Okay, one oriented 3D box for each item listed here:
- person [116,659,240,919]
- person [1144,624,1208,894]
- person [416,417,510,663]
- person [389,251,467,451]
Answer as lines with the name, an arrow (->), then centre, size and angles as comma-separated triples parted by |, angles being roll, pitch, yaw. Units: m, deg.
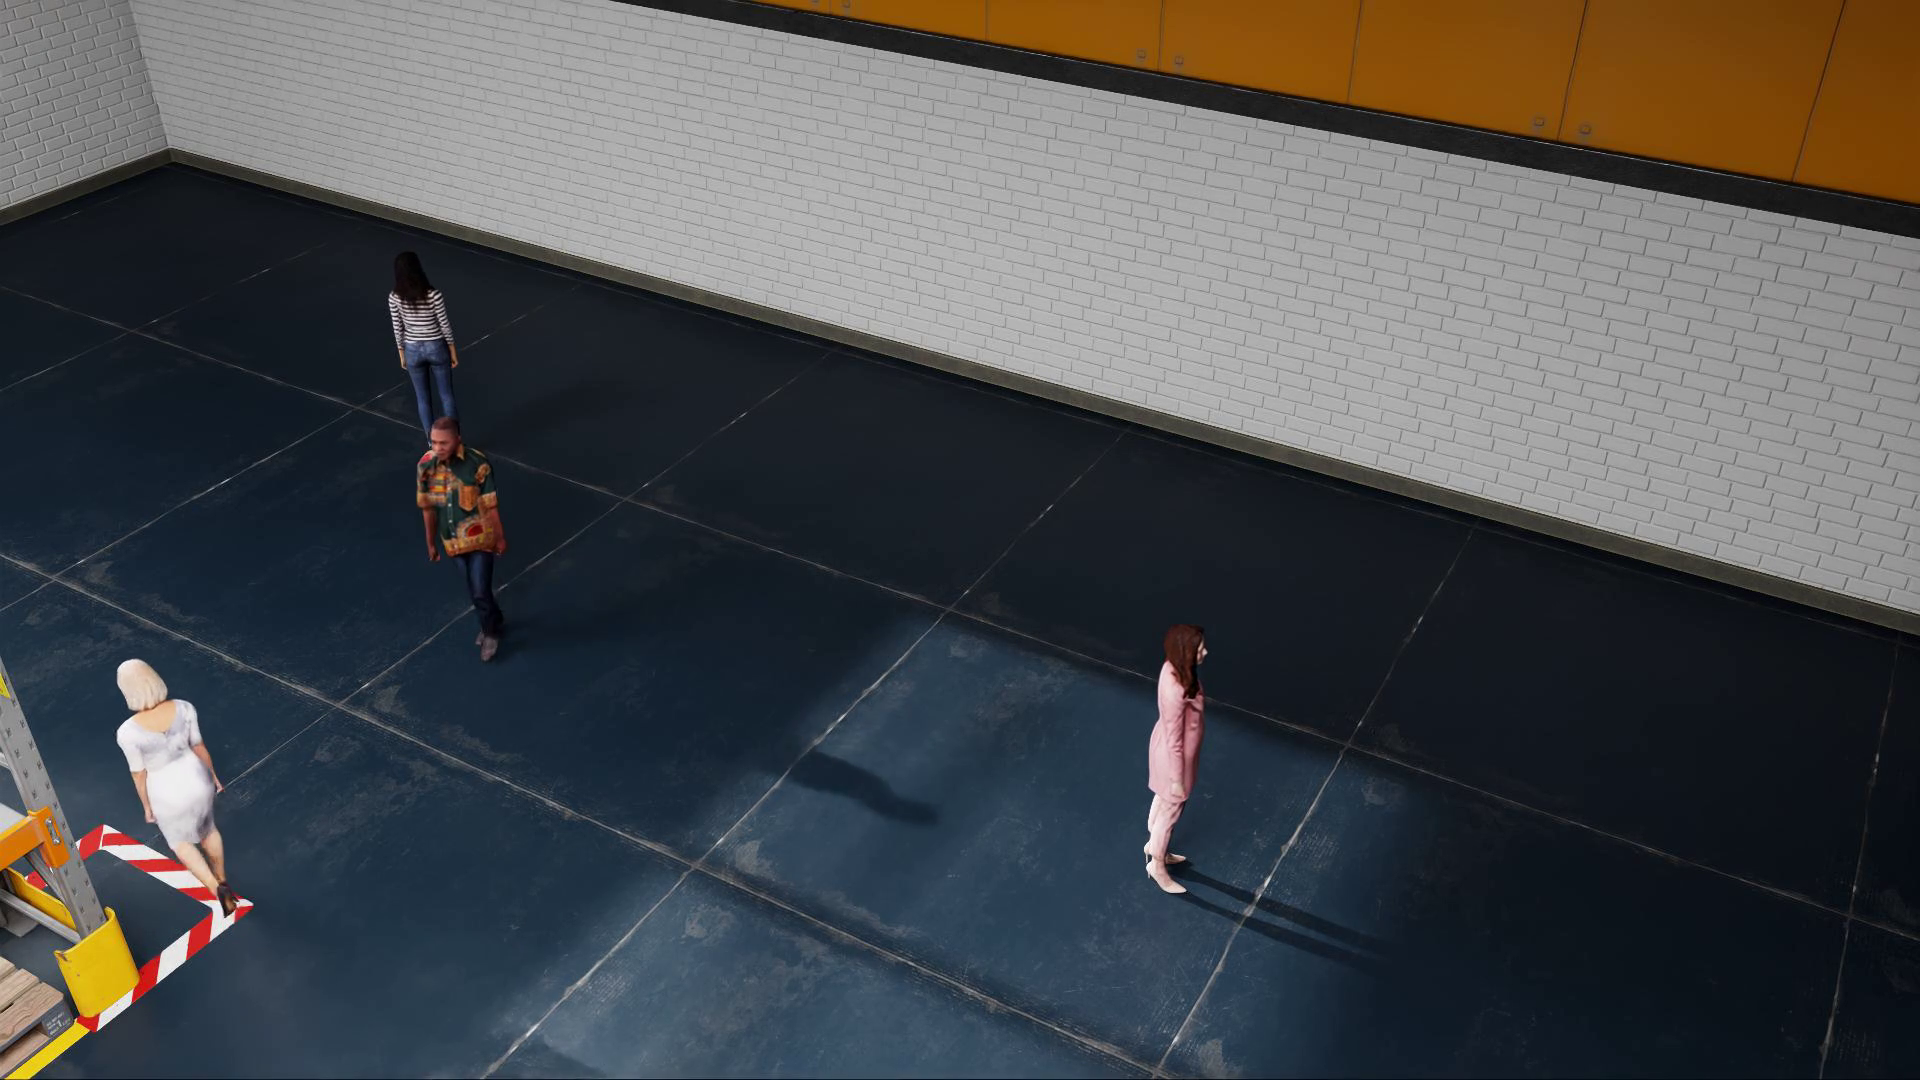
person -> -4.239, 1.419, 9.116 | 0.799, 1.728, 0.738 | -29, 43, -36
person -> 1.198, 1.215, 9.355 | 0.735, 1.803, 0.585 | 5, 34, 7
person -> -3.307, -0.078, 11.313 | 0.828, 1.789, 0.885 | 5, 34, 8
person -> -4.298, -1.474, 13.409 | 0.675, 1.794, 0.711 | -5, 34, -7
